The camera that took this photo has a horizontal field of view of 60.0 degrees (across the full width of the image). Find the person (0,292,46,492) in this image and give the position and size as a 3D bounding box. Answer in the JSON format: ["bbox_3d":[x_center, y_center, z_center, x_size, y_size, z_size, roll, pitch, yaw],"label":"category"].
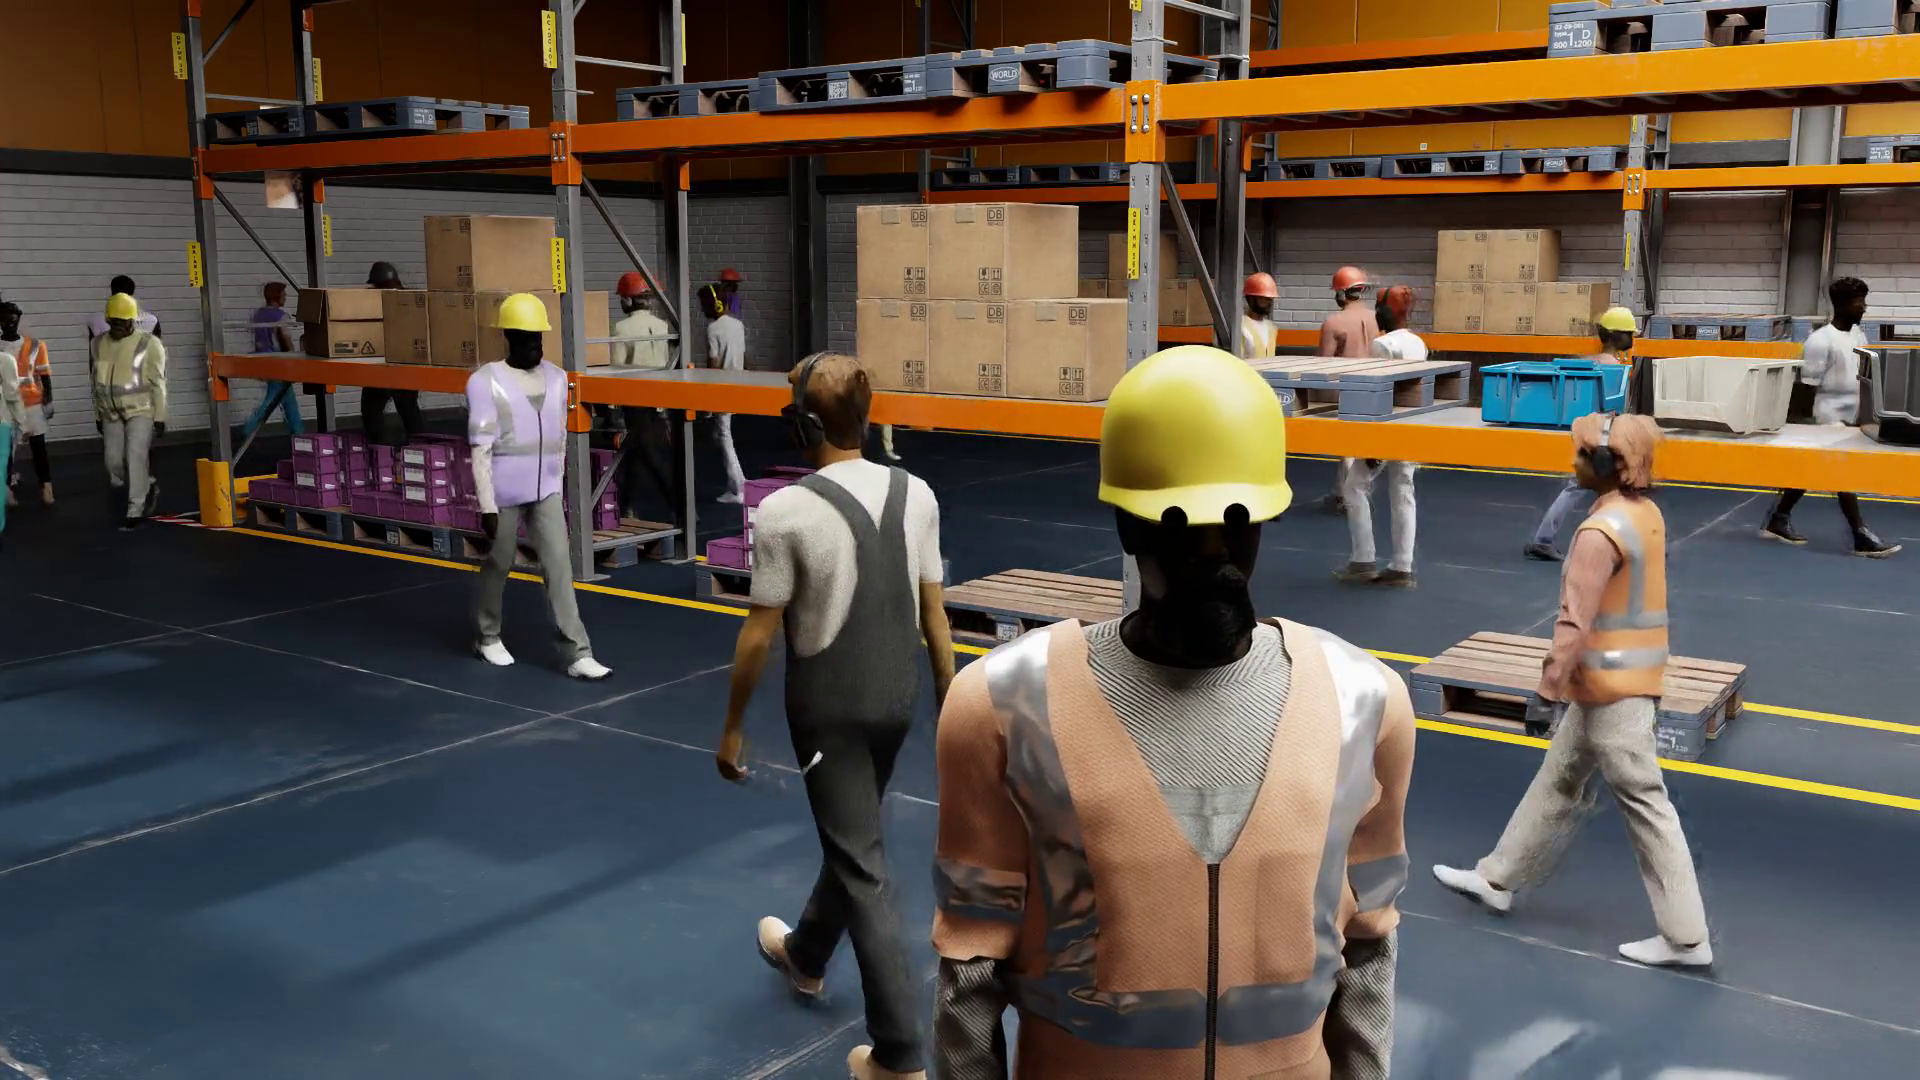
[{"bbox_3d":[-8.355,-1.322,14.438,0.645,1.862,0.943,-2,10,-10],"label":"person"}]

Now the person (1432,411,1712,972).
[{"bbox_3d":[1.831,0.421,4.841,0.851,1.585,0.538,6,12,34],"label":"person"}]

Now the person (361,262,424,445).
[{"bbox_3d":[-5.477,-1.636,15.782,0.784,2.000,0.706,3,10,19],"label":"person"}]

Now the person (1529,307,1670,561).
[{"bbox_3d":[4.299,-0.692,11.134,0.928,1.717,0.544,2,10,9],"label":"person"}]

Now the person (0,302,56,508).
[{"bbox_3d":[-7.775,-1.115,13.716,0.556,1.689,0.351,-6,11,-31],"label":"person"}]

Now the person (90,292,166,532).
[{"bbox_3d":[-6.271,-0.978,12.613,0.604,1.799,0.569,1,10,6],"label":"person"}]

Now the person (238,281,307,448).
[{"bbox_3d":[-7.477,-1.907,18.106,0.581,1.808,0.936,8,12,39],"label":"person"}]

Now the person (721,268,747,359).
[{"bbox_3d":[-3.046,-2.670,22.278,0.418,1.927,0.592,-8,12,-39],"label":"person"}]

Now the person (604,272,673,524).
[{"bbox_3d":[-2.399,-1.070,12.706,1.028,1.952,0.627,6,11,31],"label":"person"}]

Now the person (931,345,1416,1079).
[{"bbox_3d":[0.260,0.732,2.015,0.587,1.927,0.364,-2,10,-9],"label":"person"}]

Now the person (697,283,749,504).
[{"bbox_3d":[-1.972,-1.200,13.816,0.455,1.831,0.548,5,11,27],"label":"person"}]

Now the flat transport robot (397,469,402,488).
[{"bbox_3d":[-4.564,-0.490,14.216,1.431,0.197,0.652,-3,10,-18],"label":"flat transport robot"}]

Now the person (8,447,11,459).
[{"bbox_3d":[-7.628,-0.990,12.851,0.391,1.725,0.509,0,10,-1],"label":"person"}]

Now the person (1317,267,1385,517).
[{"bbox_3d":[3.037,-1.177,13.258,0.656,1.963,0.817,-5,11,-29],"label":"person"}]

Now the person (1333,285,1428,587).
[{"bbox_3d":[2.615,-0.645,10.386,0.622,1.867,0.624,-9,13,-42],"label":"person"}]

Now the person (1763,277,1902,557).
[{"bbox_3d":[6.102,-0.863,11.574,0.627,1.919,0.997,-8,12,-38],"label":"person"}]

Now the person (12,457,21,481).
[{"bbox_3d":[-8.955,-1.287,15.028,0.765,1.597,0.505,-7,12,-34],"label":"person"}]

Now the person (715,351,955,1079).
[{"bbox_3d":[-0.338,0.432,4.191,0.555,1.792,0.972,-8,12,-39],"label":"person"}]

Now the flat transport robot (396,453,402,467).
[{"bbox_3d":[-5.148,-0.638,15.099,0.652,0.197,1.431,-3,10,-18],"label":"flat transport robot"}]

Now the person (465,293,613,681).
[{"bbox_3d":[-2.117,-0.258,8.088,1.015,1.873,0.602,8,13,41],"label":"person"}]

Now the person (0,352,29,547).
[{"bbox_3d":[-7.026,-0.815,11.935,0.535,1.697,1.025,-3,10,-18],"label":"person"}]

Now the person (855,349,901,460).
[{"bbox_3d":[-0.928,-1.629,17.078,0.518,1.596,0.745,-8,12,-38],"label":"person"}]

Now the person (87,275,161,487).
[{"bbox_3d":[-7.415,-1.402,14.817,0.602,1.902,0.713,-3,10,-17],"label":"person"}]

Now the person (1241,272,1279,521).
[{"bbox_3d":[2.277,-1.093,12.859,0.553,1.934,0.374,-8,13,-40],"label":"person"}]
